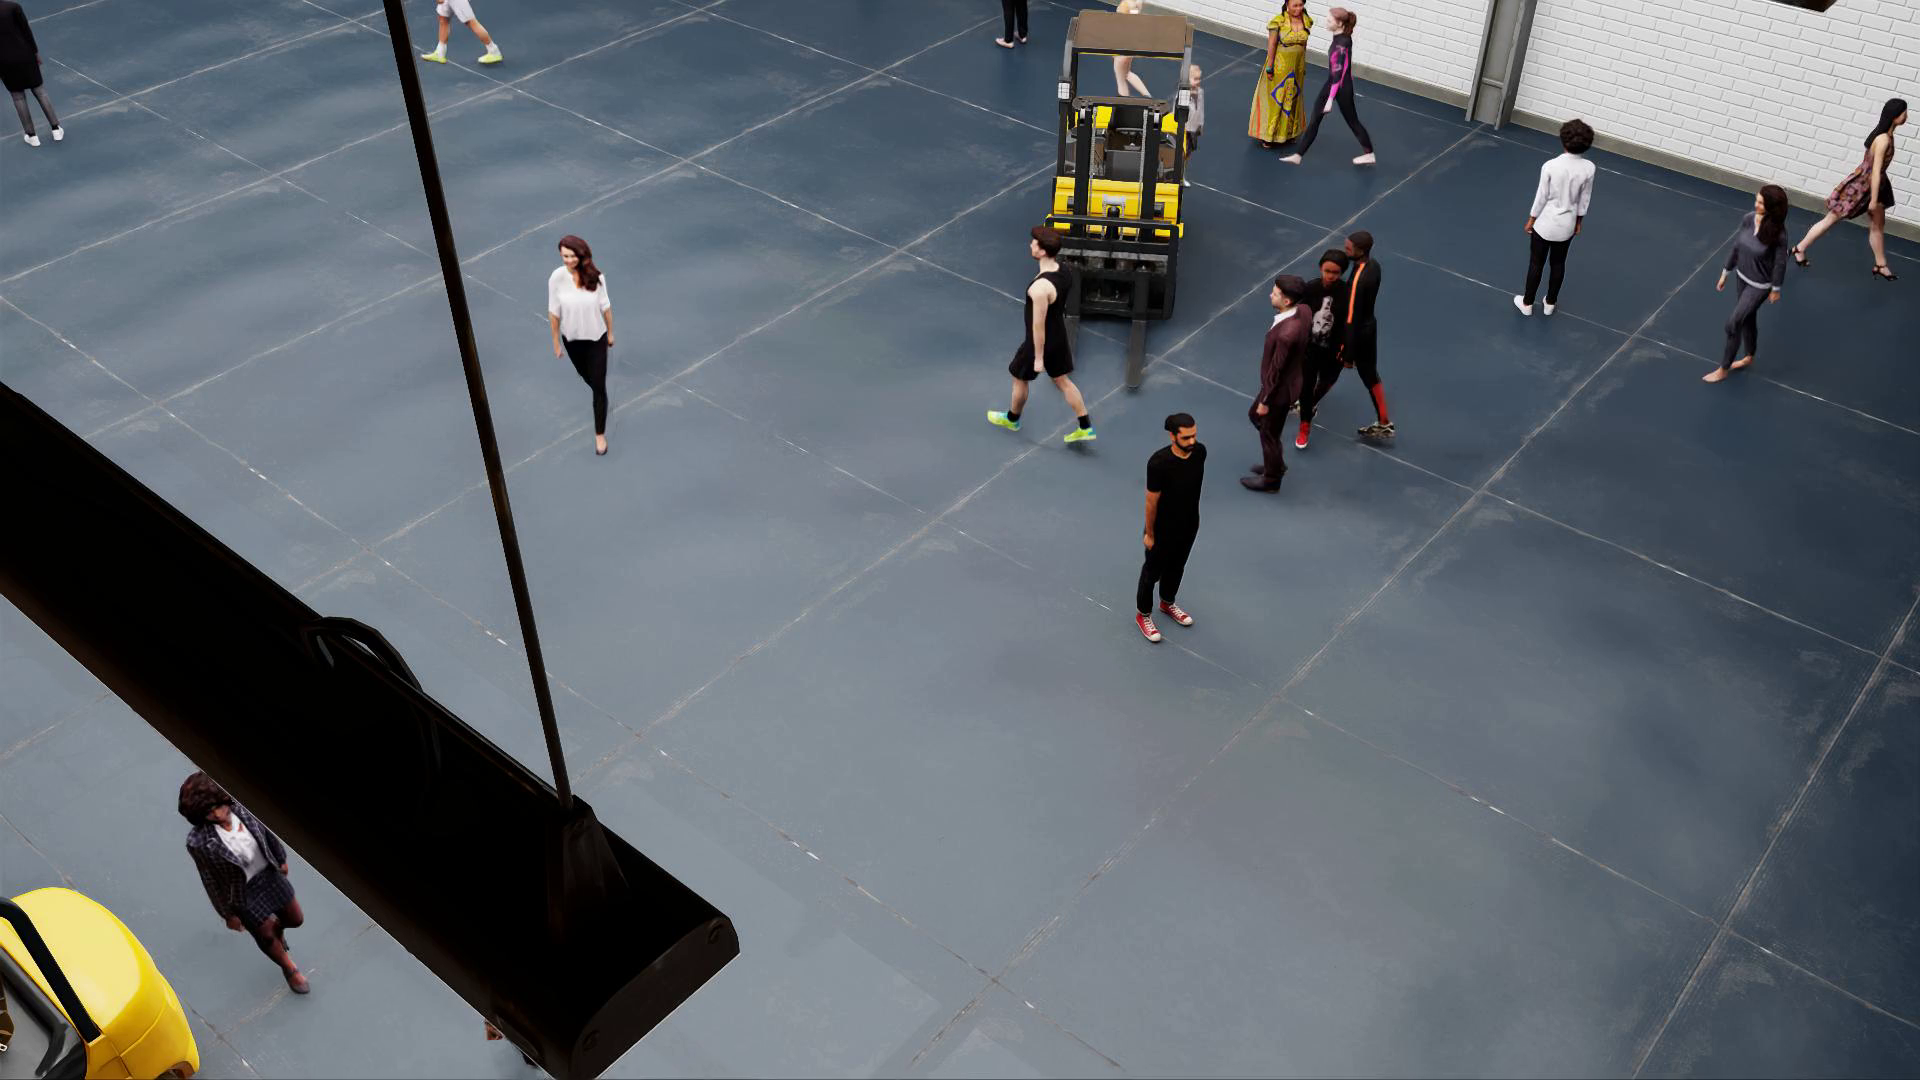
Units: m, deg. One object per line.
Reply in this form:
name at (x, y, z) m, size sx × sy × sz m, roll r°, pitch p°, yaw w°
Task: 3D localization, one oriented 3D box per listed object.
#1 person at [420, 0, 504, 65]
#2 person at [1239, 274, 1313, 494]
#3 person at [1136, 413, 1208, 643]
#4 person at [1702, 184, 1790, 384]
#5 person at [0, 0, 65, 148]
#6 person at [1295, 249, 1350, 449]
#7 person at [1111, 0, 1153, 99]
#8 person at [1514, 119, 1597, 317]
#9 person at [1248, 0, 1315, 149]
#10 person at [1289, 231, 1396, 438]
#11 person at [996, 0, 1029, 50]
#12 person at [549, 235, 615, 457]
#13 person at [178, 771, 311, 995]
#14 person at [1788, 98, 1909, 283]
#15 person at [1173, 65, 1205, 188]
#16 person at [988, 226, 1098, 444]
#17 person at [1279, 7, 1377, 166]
person at (-5.639, -6.207, 18.780) m, size 1.198 × 1.793 × 1.167 m, roll -4°, pitch 39°, yaw -5°
person at (2.457, -1.133, 12.380) m, size 0.744 × 1.852 × 0.783 m, roll 14°, pitch 41°, yaw 17°
person at (1.420, -0.119, 11.185) m, size 0.679 × 1.758 × 0.646 m, roll -23°, pitch 44°, yaw -26°
person at (6.634, -2.140, 13.738) m, size 0.912 × 1.731 × 0.897 m, roll -12°, pitch 40°, yaw -14°
person at (-9.801, -4.969, 17.254) m, size 0.696 × 1.763 × 0.640 m, roll -24°, pitch 45°, yaw -27°
person at (2.863, -1.588, 13.114) m, size 1.102 × 1.646 × 0.937 m, roll 11°, pitch 40°, yaw 13°
person at (1.847, -5.212, 17.666) m, size 0.763 × 1.629 × 0.635 m, roll 19°, pitch 42°, yaw 22°
person at (5.199, -2.797, 14.498) m, size 0.695 × 1.808 × 0.781 m, roll 1°, pitch 39°, yaw 1°
person at (3.381, -4.914, 17.267) m, size 0.981 × 1.660 × 0.967 m, roll -16°, pitch 41°, yaw -19°
person at (3.188, -1.558, 12.988) m, size 1.204 × 1.756 × 0.717 m, roll 22°, pitch 43°, yaw 25°
person at (0.628, -6.548, 19.352) m, size 0.695 × 1.612 × 0.685 m, roll -26°, pitch 45°, yaw -29°
person at (-2.939, -1.608, 13.053) m, size 1.097 × 1.753 × 1.179 m, roll -4°, pitch 39°, yaw -5°
person at (-3.816, 1.808, 8.827) m, size 0.684 × 1.690 × 0.645 m, roll 22°, pitch 44°, yaw 25°
person at (8.034, -3.122, 14.983) m, size 1.235 × 1.710 × 0.800 m, roll 18°, pitch 42°, yaw 21°
person at (2.226, -4.146, 16.622) m, size 0.595 × 1.266 × 0.620 m, roll -22°, pitch 44°, yaw -25°
person at (0.739, -1.526, 12.871) m, size 1.241 × 1.853 × 0.833 m, roll 20°, pitch 43°, yaw 23°
person at (3.903, -4.491, 16.734) m, size 1.235 × 1.664 × 1.081 m, roll 3°, pitch 39°, yaw 4°
